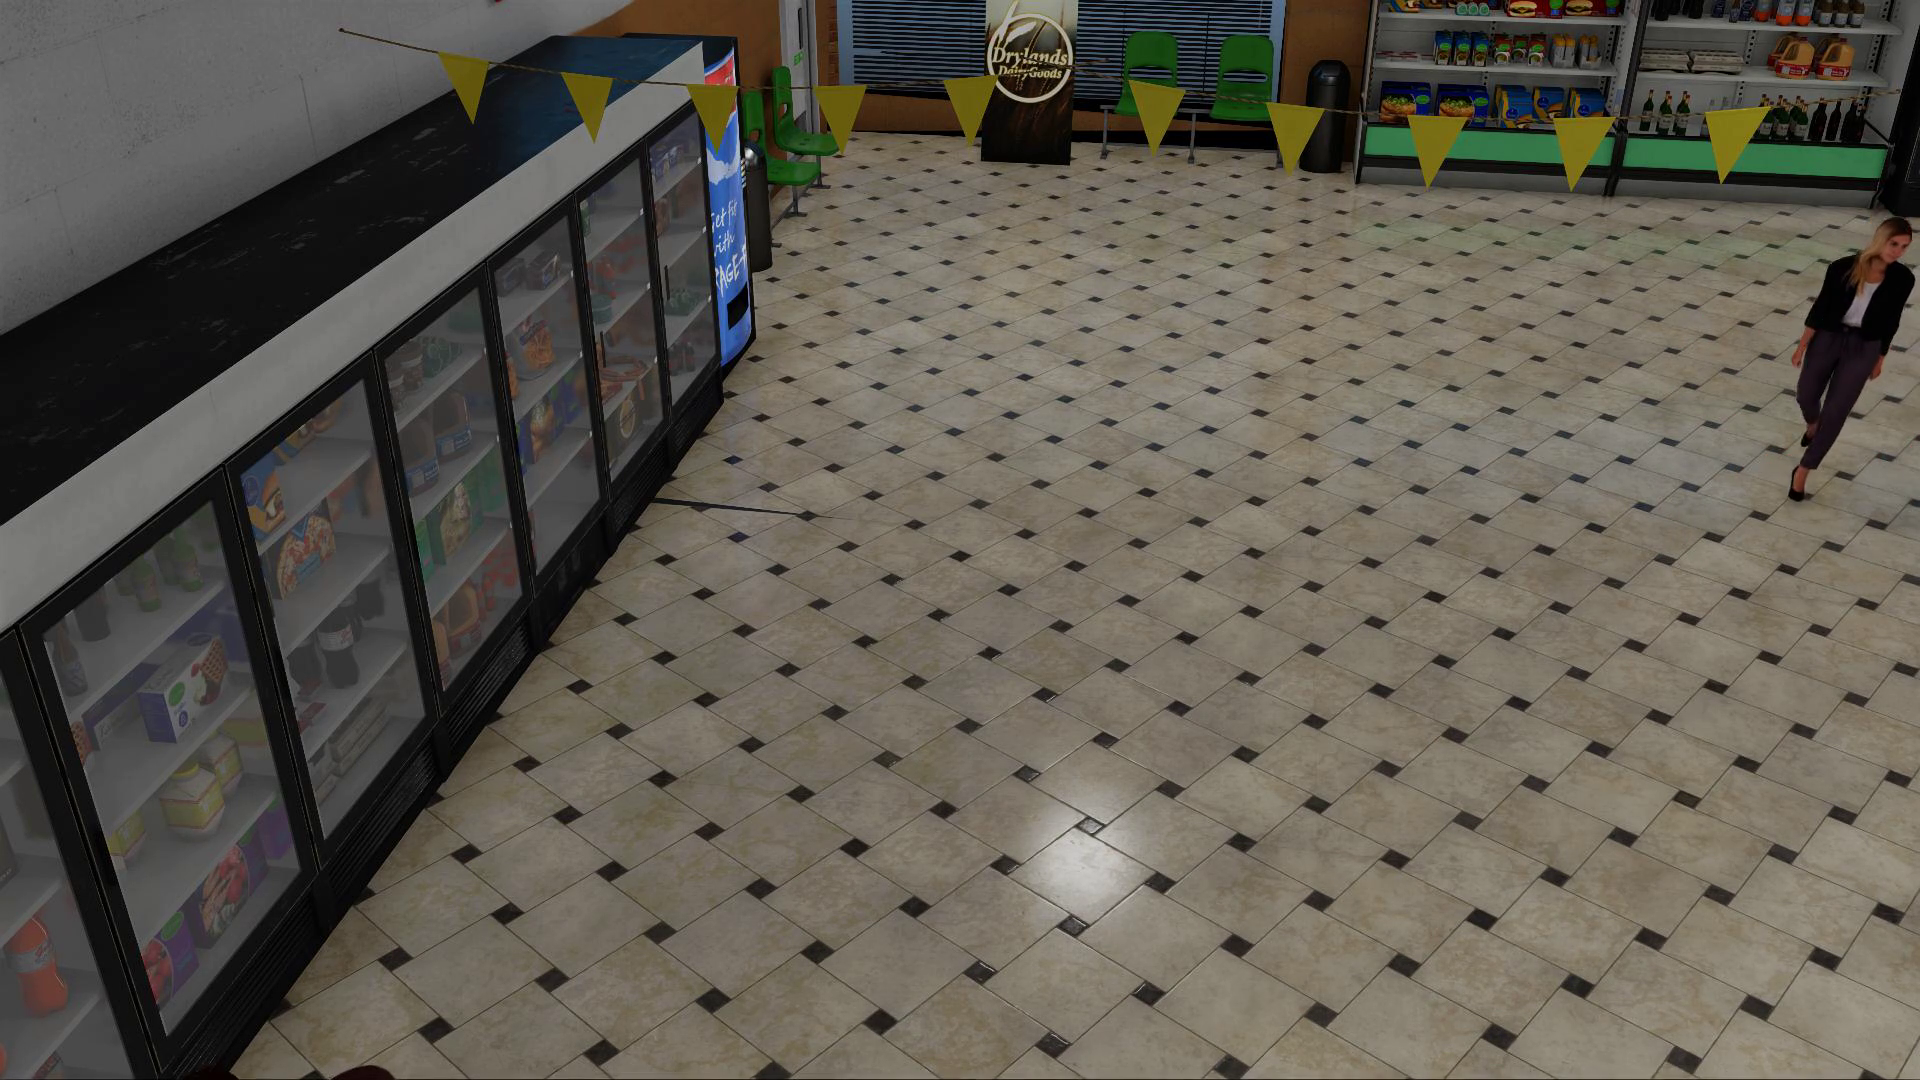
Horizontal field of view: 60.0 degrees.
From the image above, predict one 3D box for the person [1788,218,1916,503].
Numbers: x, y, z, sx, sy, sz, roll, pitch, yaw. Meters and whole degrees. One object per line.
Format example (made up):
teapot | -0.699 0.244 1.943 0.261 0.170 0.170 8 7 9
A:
person | 4.975 -1.046 9.386 1.036 1.628 0.939 20 34 32
